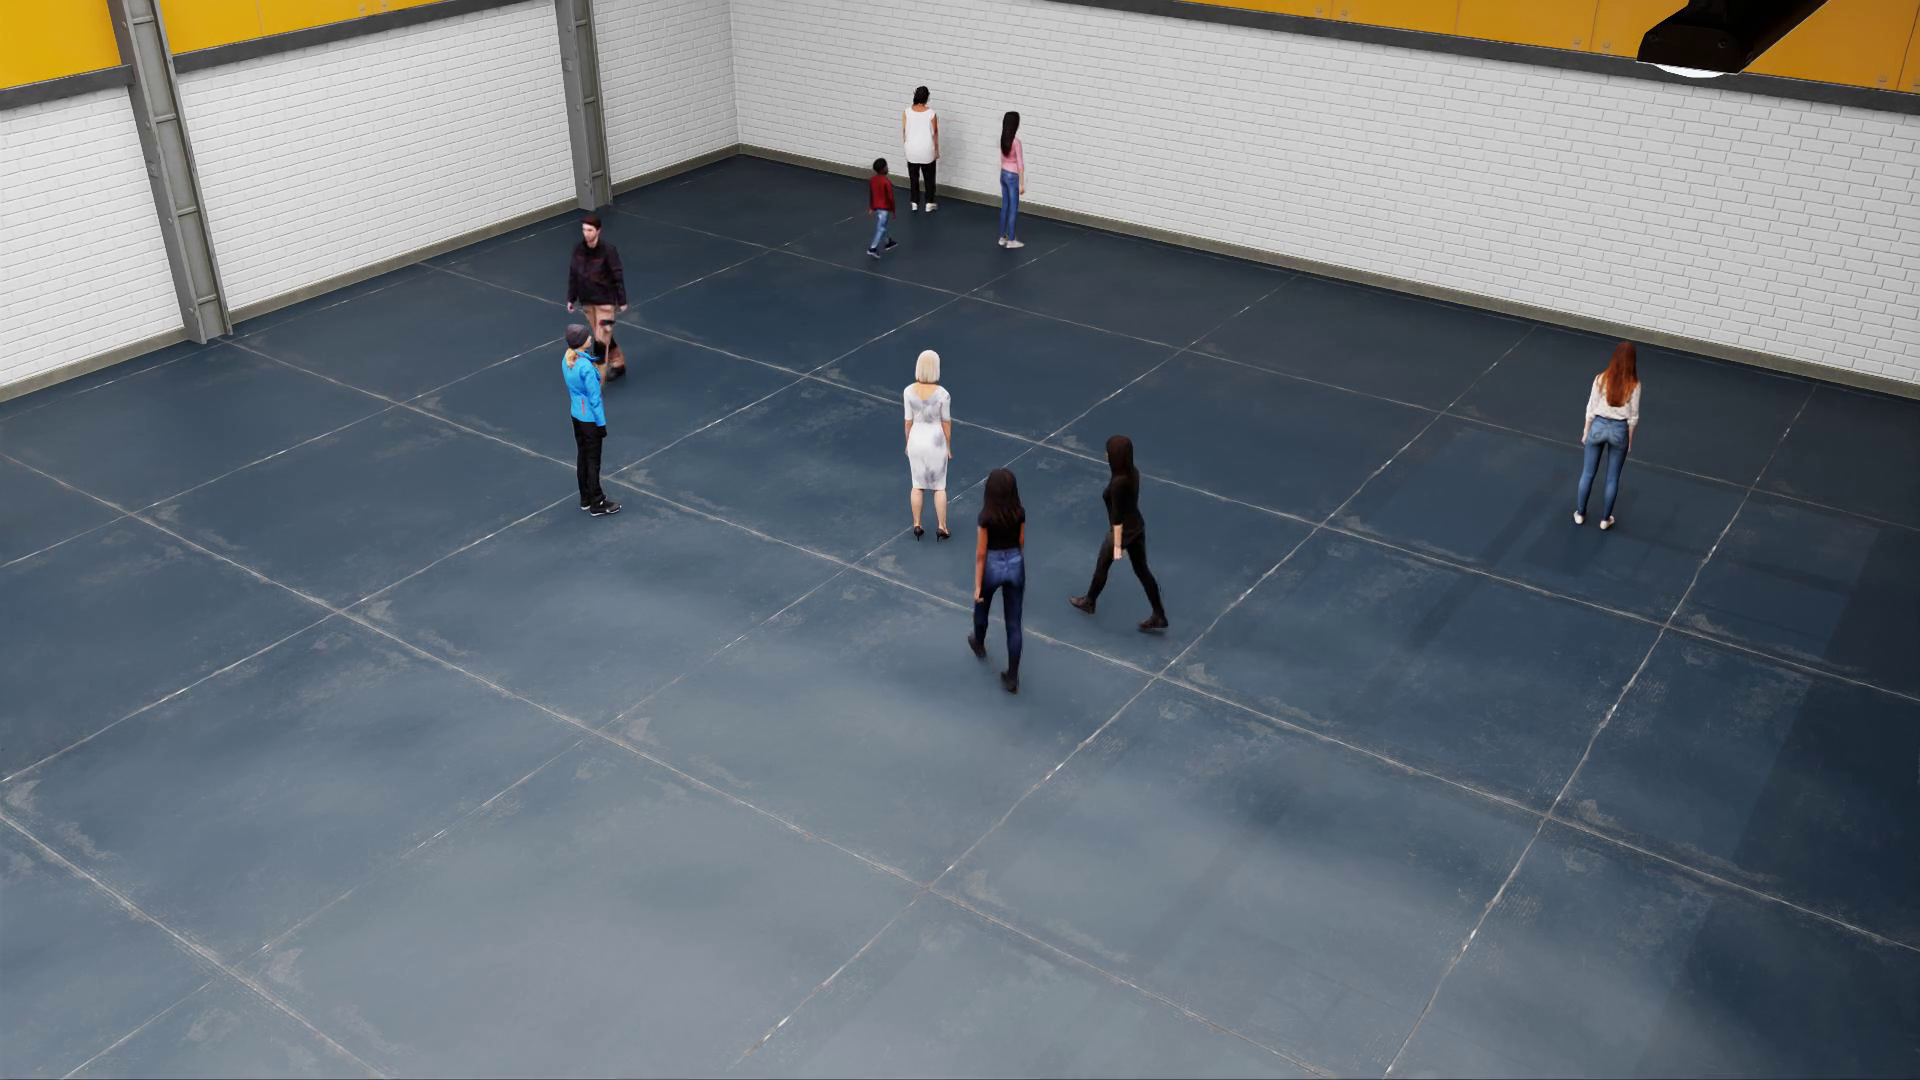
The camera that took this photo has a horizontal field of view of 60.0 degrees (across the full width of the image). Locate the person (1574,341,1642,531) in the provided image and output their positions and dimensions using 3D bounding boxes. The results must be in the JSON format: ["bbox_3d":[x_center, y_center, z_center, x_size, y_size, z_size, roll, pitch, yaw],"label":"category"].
[{"bbox_3d":[5.678,-0.926,14.564,0.607,1.728,0.537,14,31,23],"label":"person"}]

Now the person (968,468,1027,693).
[{"bbox_3d":[0.345,0.337,12.271,1.012,1.705,1.010,-9,30,-15],"label":"person"}]

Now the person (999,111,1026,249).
[{"bbox_3d":[0.647,-4.641,21.360,0.616,1.742,0.644,-17,33,-28],"label":"person"}]

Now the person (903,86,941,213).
[{"bbox_3d":[-0.525,-5.359,22.733,0.720,1.686,0.695,6,29,10],"label":"person"}]

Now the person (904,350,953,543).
[{"bbox_3d":[-0.274,-0.806,14.321,0.630,1.750,0.624,6,29,11],"label":"person"}]

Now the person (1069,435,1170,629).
[{"bbox_3d":[1.372,-0.013,13.028,0.666,1.595,1.024,17,33,29],"label":"person"}]

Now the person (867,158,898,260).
[{"bbox_3d":[-1.026,-4.196,21.061,0.555,1.247,0.877,23,36,35],"label":"person"}]

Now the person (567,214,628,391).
[{"bbox_3d":[-3.693,-2.448,17.209,0.882,1.867,1.285,11,31,19],"label":"person"}]

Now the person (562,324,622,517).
[{"bbox_3d":[-3.313,-1.073,14.760,0.614,1.798,0.671,-21,35,-33],"label":"person"}]
